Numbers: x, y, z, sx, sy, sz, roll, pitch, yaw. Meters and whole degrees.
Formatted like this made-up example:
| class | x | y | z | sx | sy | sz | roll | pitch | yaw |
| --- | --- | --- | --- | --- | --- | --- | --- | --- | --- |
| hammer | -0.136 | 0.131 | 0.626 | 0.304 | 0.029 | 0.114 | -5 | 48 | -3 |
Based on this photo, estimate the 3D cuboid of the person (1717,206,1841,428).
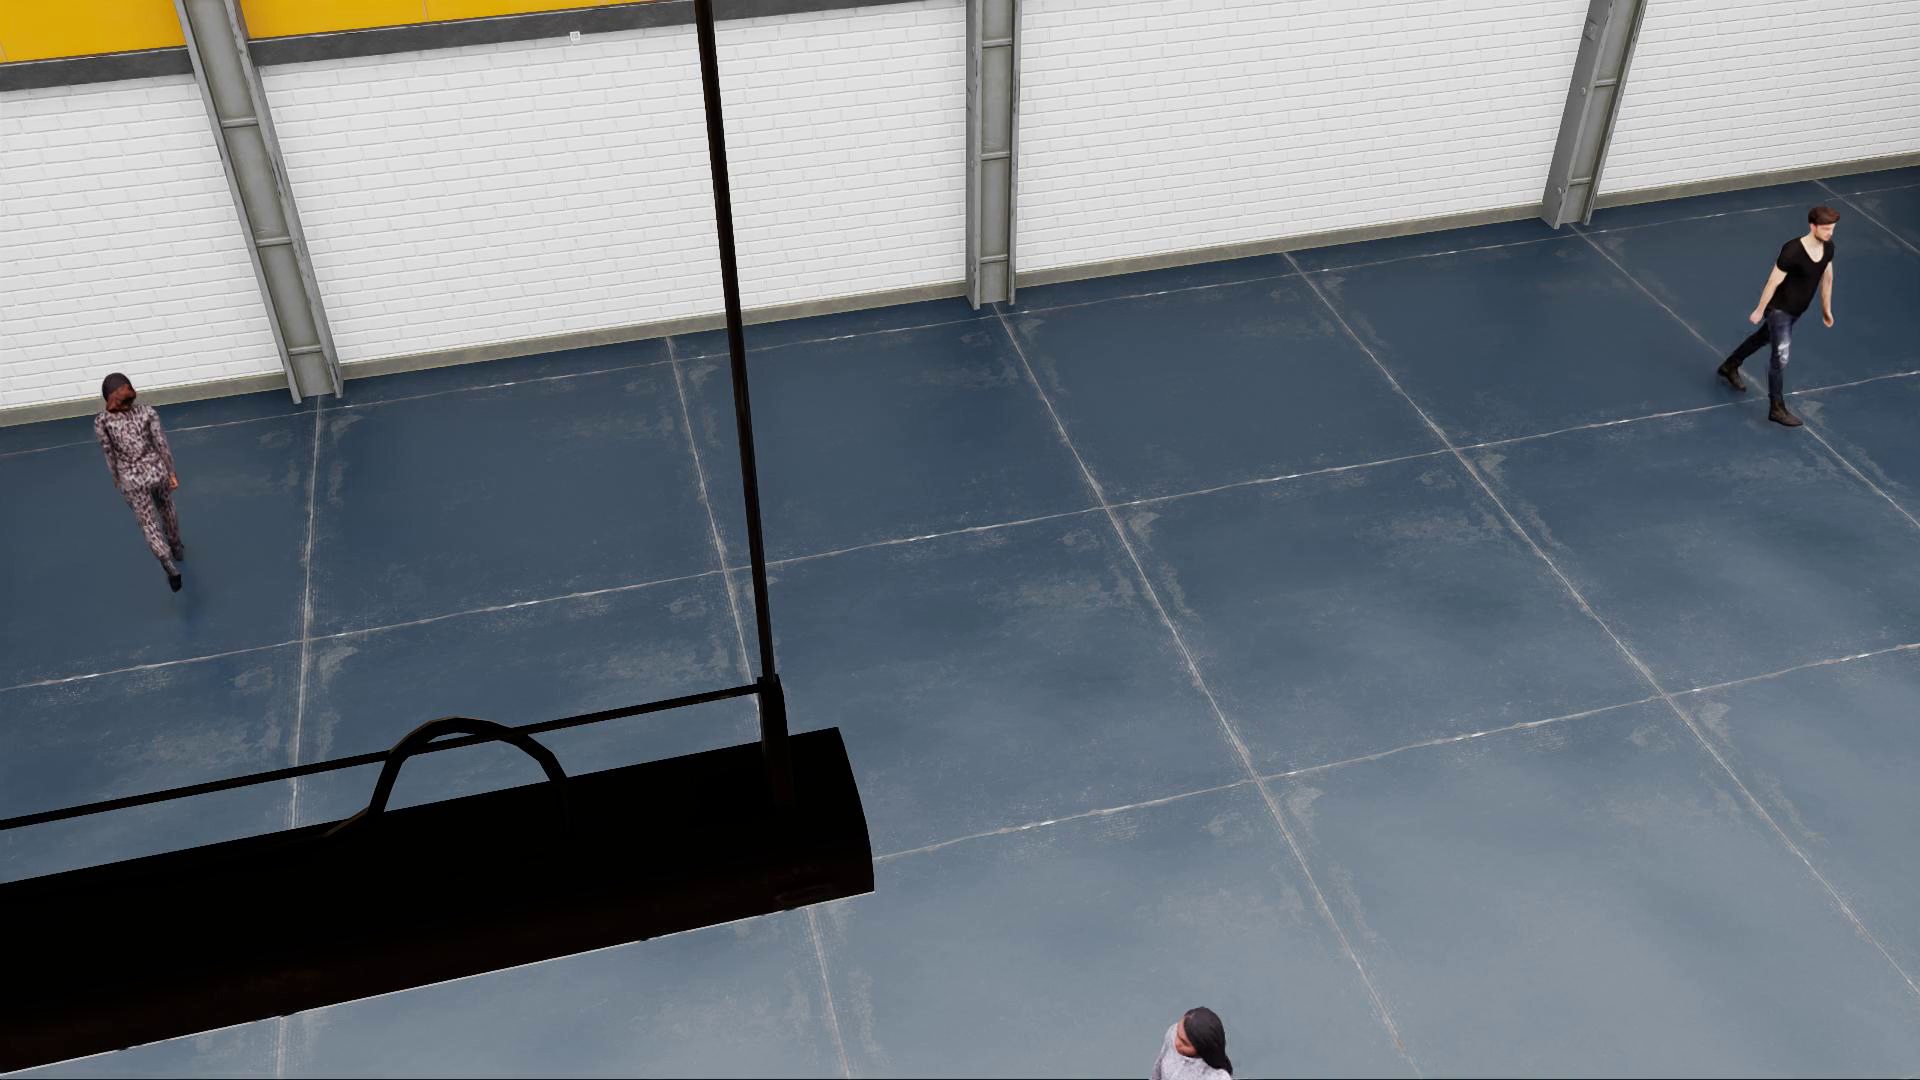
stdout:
| class | x | y | z | sx | sy | sz | roll | pitch | yaw |
| --- | --- | --- | --- | --- | --- | --- | --- | --- | --- |
| person | 6.694 | -1.937 | 13.630 | 1.205 | 1.853 | 0.922 | -19 | 42 | -22 |

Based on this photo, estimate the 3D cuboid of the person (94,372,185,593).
| class | x | y | z | sx | sy | sz | roll | pitch | yaw |
| --- | --- | --- | --- | --- | --- | --- | --- | --- | --- |
| person | -5.790 | -0.397 | 11.829 | 1.049 | 1.694 | 0.830 | -20 | 43 | -23 |

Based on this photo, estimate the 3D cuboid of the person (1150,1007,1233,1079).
| class | x | y | z | sx | sy | sz | roll | pitch | yaw |
| --- | --- | --- | --- | --- | --- | --- | --- | --- | --- |
| person | 1.165 | 2.745 | 7.903 | 1.181 | 1.683 | 0.661 | -14 | 41 | -17 |
